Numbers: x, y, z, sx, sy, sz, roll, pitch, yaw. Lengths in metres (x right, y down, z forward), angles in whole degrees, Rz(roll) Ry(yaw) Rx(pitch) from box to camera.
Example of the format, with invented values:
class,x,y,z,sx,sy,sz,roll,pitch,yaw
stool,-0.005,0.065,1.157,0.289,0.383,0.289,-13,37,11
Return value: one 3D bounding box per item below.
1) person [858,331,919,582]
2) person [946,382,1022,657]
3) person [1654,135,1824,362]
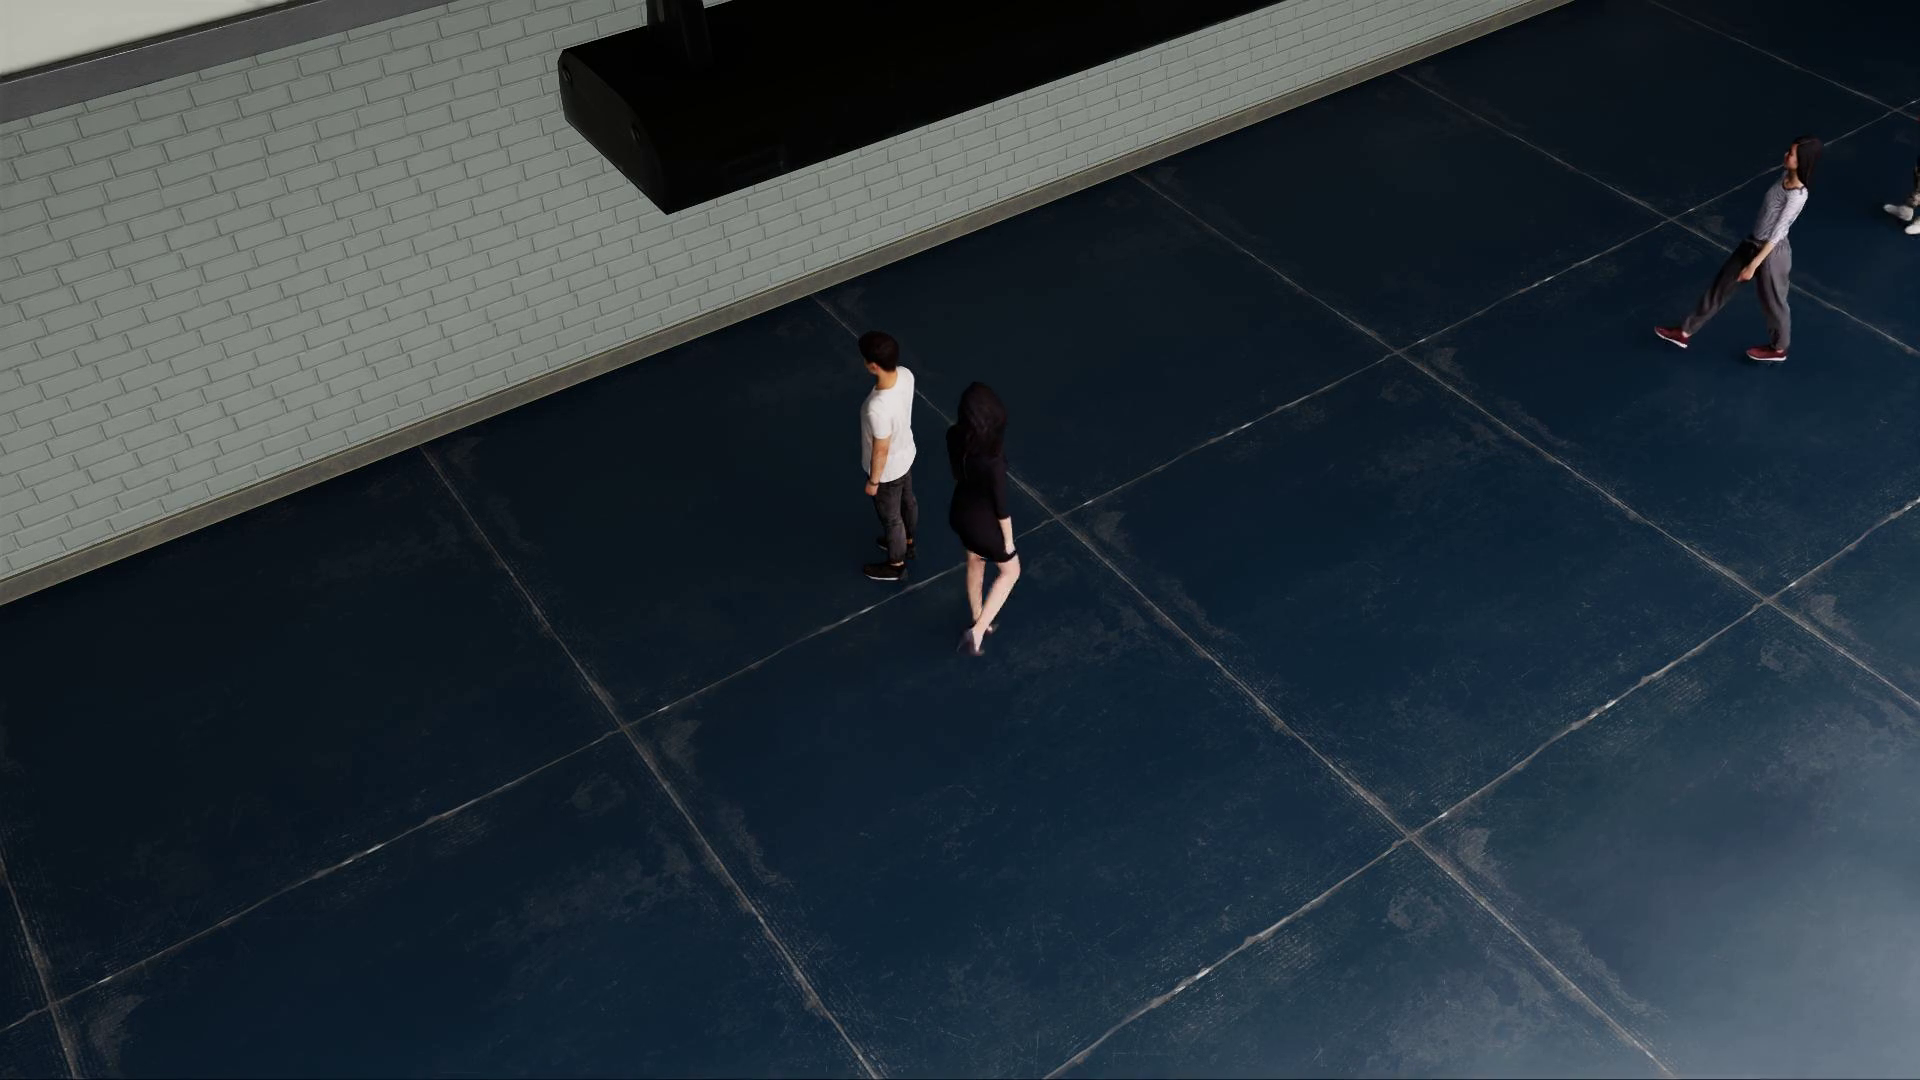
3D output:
class,x,y,z,sx,sy,sz,roll,pitch,yaw
person,-0.395,-0.476,9.493,0.729,1.717,0.705,13,45,14
person,0.039,-0.056,8.987,0.705,1.791,0.596,-24,48,-24
person,5.427,-1.854,10.996,1.179,1.680,1.091,9,44,9
